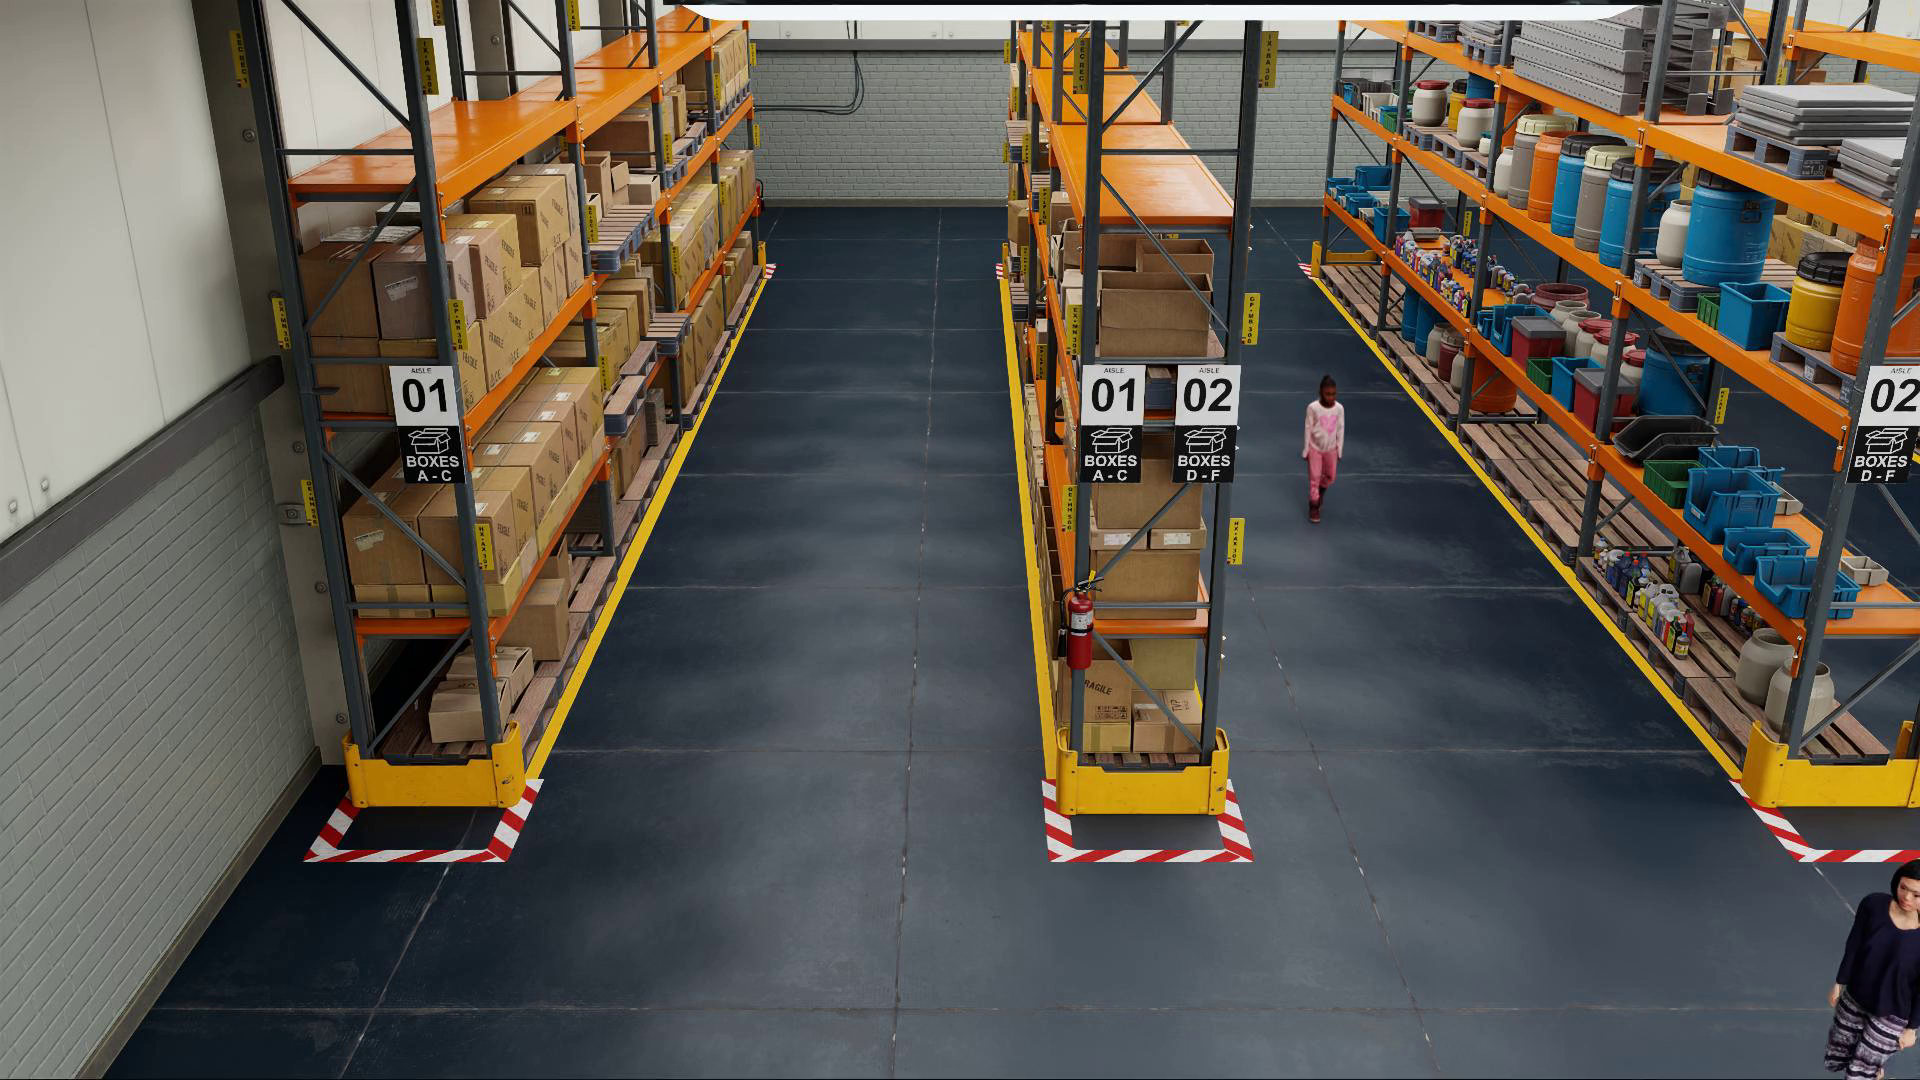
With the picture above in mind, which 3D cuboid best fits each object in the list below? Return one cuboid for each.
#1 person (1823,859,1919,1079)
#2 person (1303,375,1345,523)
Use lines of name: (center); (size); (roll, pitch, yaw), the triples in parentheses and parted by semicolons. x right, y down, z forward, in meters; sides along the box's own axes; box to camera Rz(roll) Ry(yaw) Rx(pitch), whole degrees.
person: (4.653, 2.291, 8.327); (0.886, 1.715, 0.846); (-11, 25, -25)
person: (3.616, -0.949, 16.609); (0.547, 1.441, 0.802); (0, 22, 0)
